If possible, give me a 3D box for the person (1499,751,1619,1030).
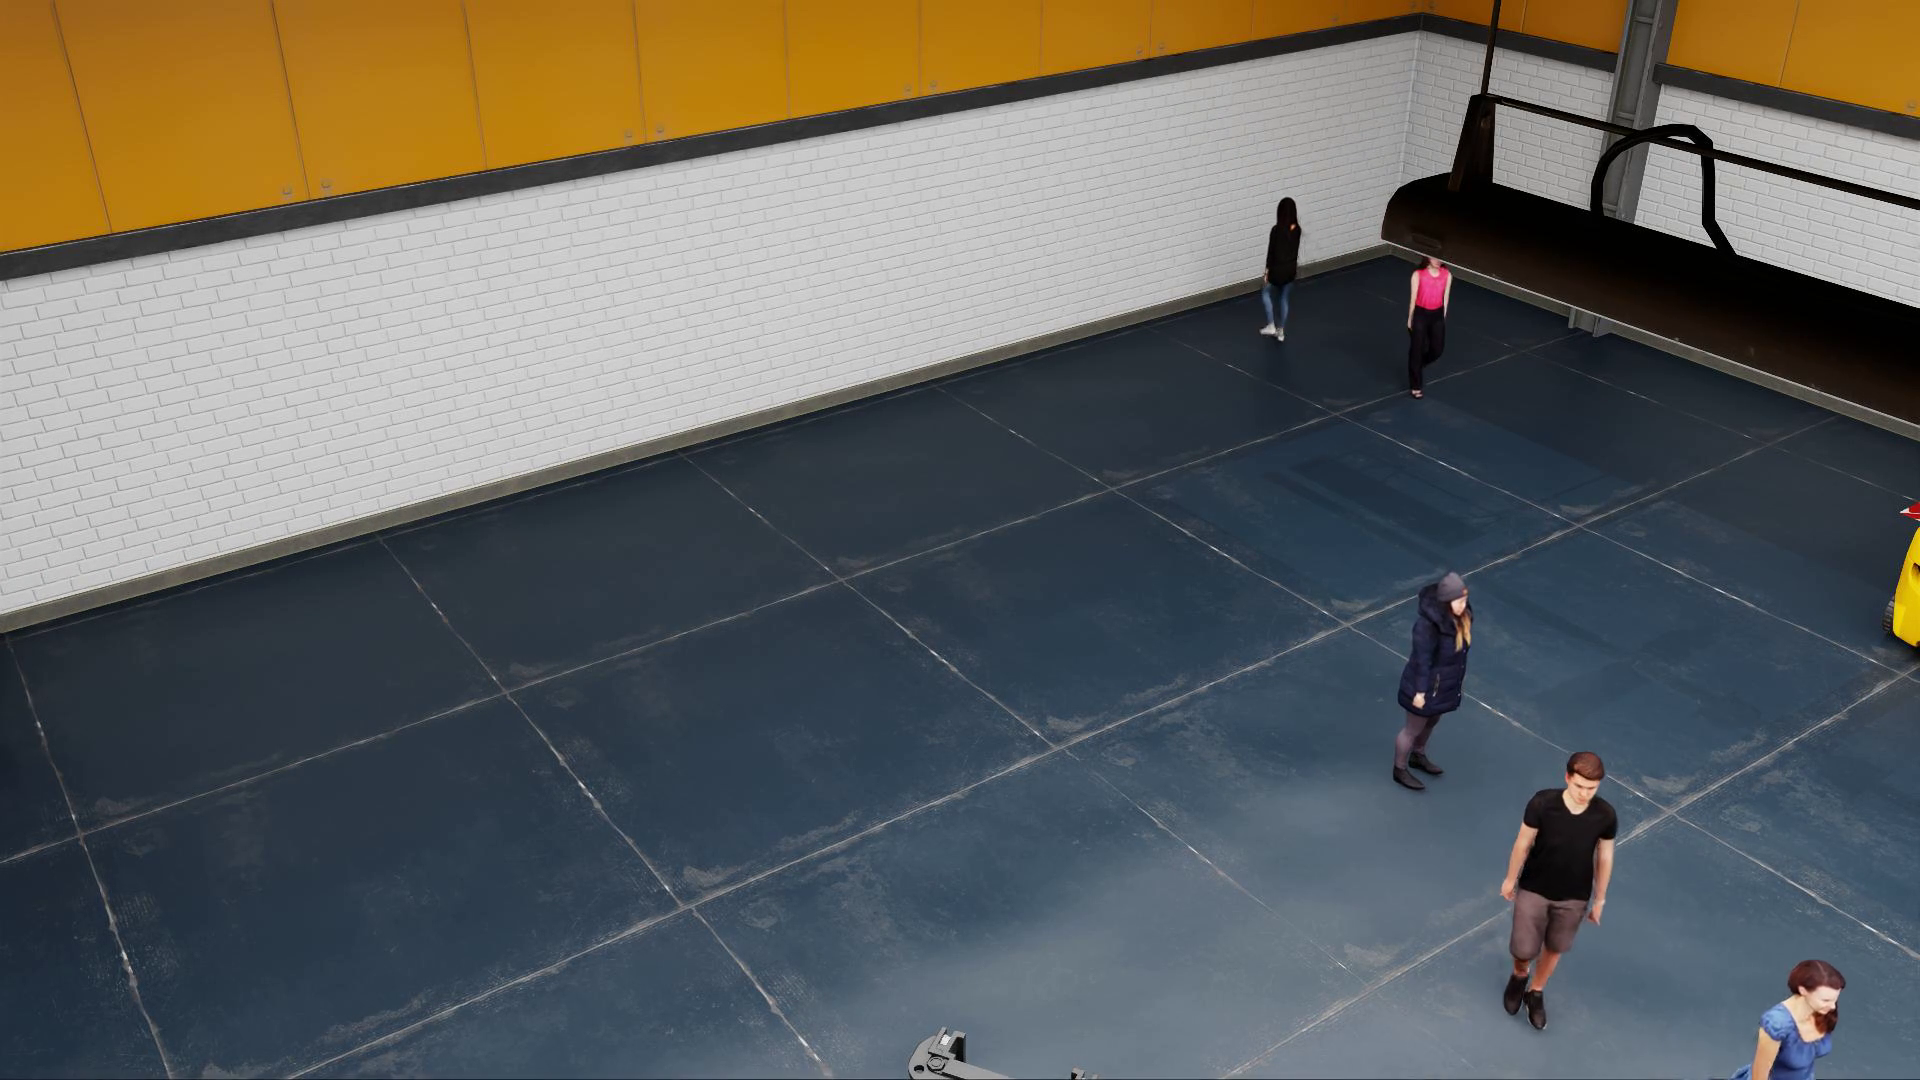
[{"bbox_3d":[3.363,1.909,9.414,0.811,1.855,0.875,6,29,10],"label":"person"}]

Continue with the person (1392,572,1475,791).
[{"bbox_3d":[3.218,0.945,11.371,0.706,1.673,0.691,-26,38,-38],"label":"person"}]

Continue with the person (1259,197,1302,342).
[{"bbox_3d":[3.633,-3.006,18.653,0.651,1.636,0.645,-10,30,-17],"label":"person"}]

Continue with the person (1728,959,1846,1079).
[{"bbox_3d":[3.849,2.689,8.086,0.738,1.757,1.188,-14,31,-24],"label":"person"}]

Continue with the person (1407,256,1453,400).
[{"bbox_3d":[4.839,-2.312,17.368,0.757,1.648,0.846,-3,29,-6],"label":"person"}]
